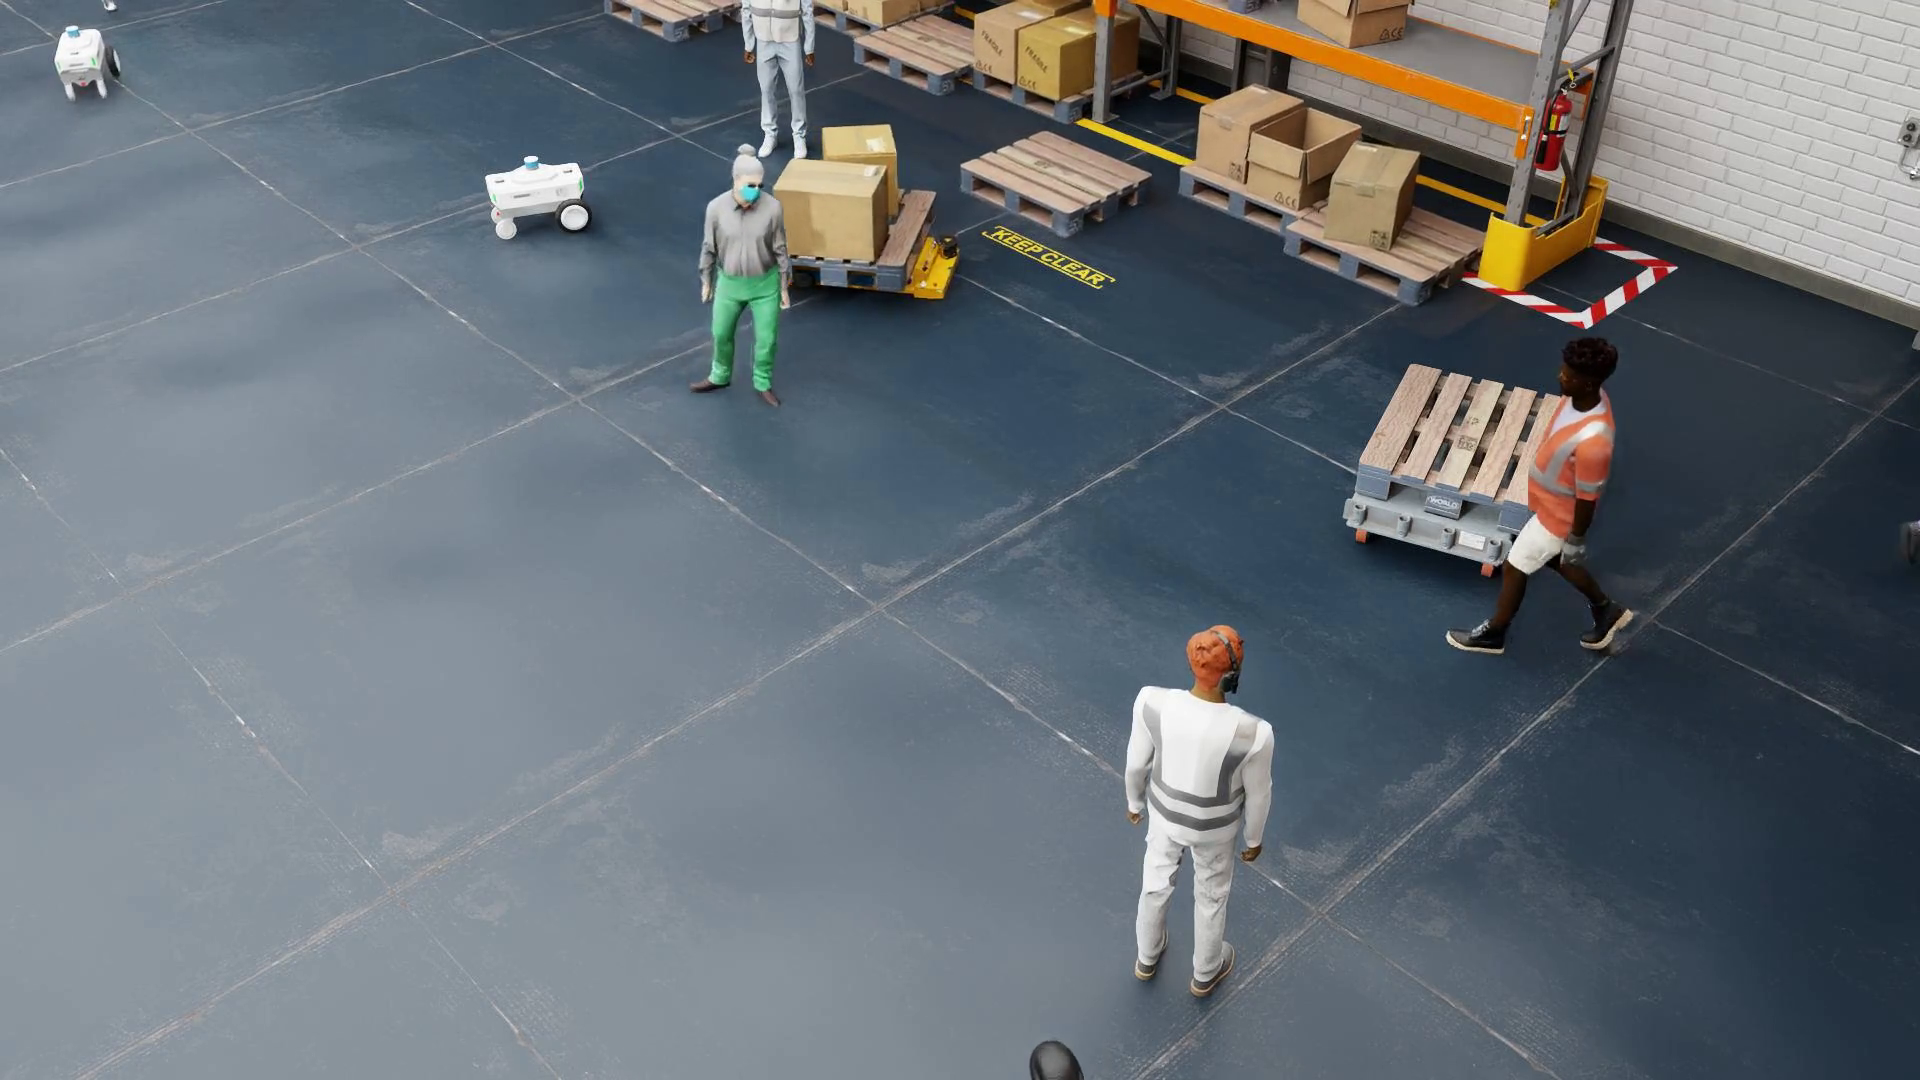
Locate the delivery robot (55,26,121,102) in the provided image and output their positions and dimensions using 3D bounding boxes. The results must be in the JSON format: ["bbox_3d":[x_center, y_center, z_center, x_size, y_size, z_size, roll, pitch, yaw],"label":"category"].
[{"bbox_3d":[-7.938,-4.343,15.039,0.499,0.587,0.788,-11,39,-15],"label":"delivery robot"}]

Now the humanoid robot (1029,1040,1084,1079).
[{"bbox_3d":[0.270,2.181,5.510,0.600,1.648,0.690,-14,39,-18],"label":"humanoid robot"}]

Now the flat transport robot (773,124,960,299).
[{"bbox_3d":[-0.763,-2.062,12.263,1.431,0.231,0.659,6,38,8],"label":"flat transport robot"}]

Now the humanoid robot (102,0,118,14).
[{"bbox_3d":[-8.465,-6.019,16.319,0.542,1.763,1.042,-11,38,-14],"label":"humanoid robot"}]

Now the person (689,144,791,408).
[{"bbox_3d":[-1.414,-1.646,10.439,0.711,1.816,0.431,-1,37,-1],"label":"person"}]

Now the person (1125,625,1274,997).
[{"bbox_3d":[0.948,1.116,6.717,0.583,1.882,0.337,15,40,19],"label":"person"}]

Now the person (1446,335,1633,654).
[{"bbox_3d":[3.091,-0.180,8.391,0.844,1.935,0.609,9,38,12],"label":"person"}]

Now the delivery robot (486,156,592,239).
[{"bbox_3d":[-3.244,-2.657,12.825,0.813,0.609,0.499,-12,39,-16],"label":"delivery robot"}]

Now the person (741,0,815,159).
[{"bbox_3d":[-1.466,-4.060,13.549,0.591,1.913,0.394,3,37,4],"label":"person"}]

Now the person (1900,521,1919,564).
[{"bbox_3d":[5.692,-0.652,9.116,0.767,1.812,0.559,-11,38,-14],"label":"person"}]
